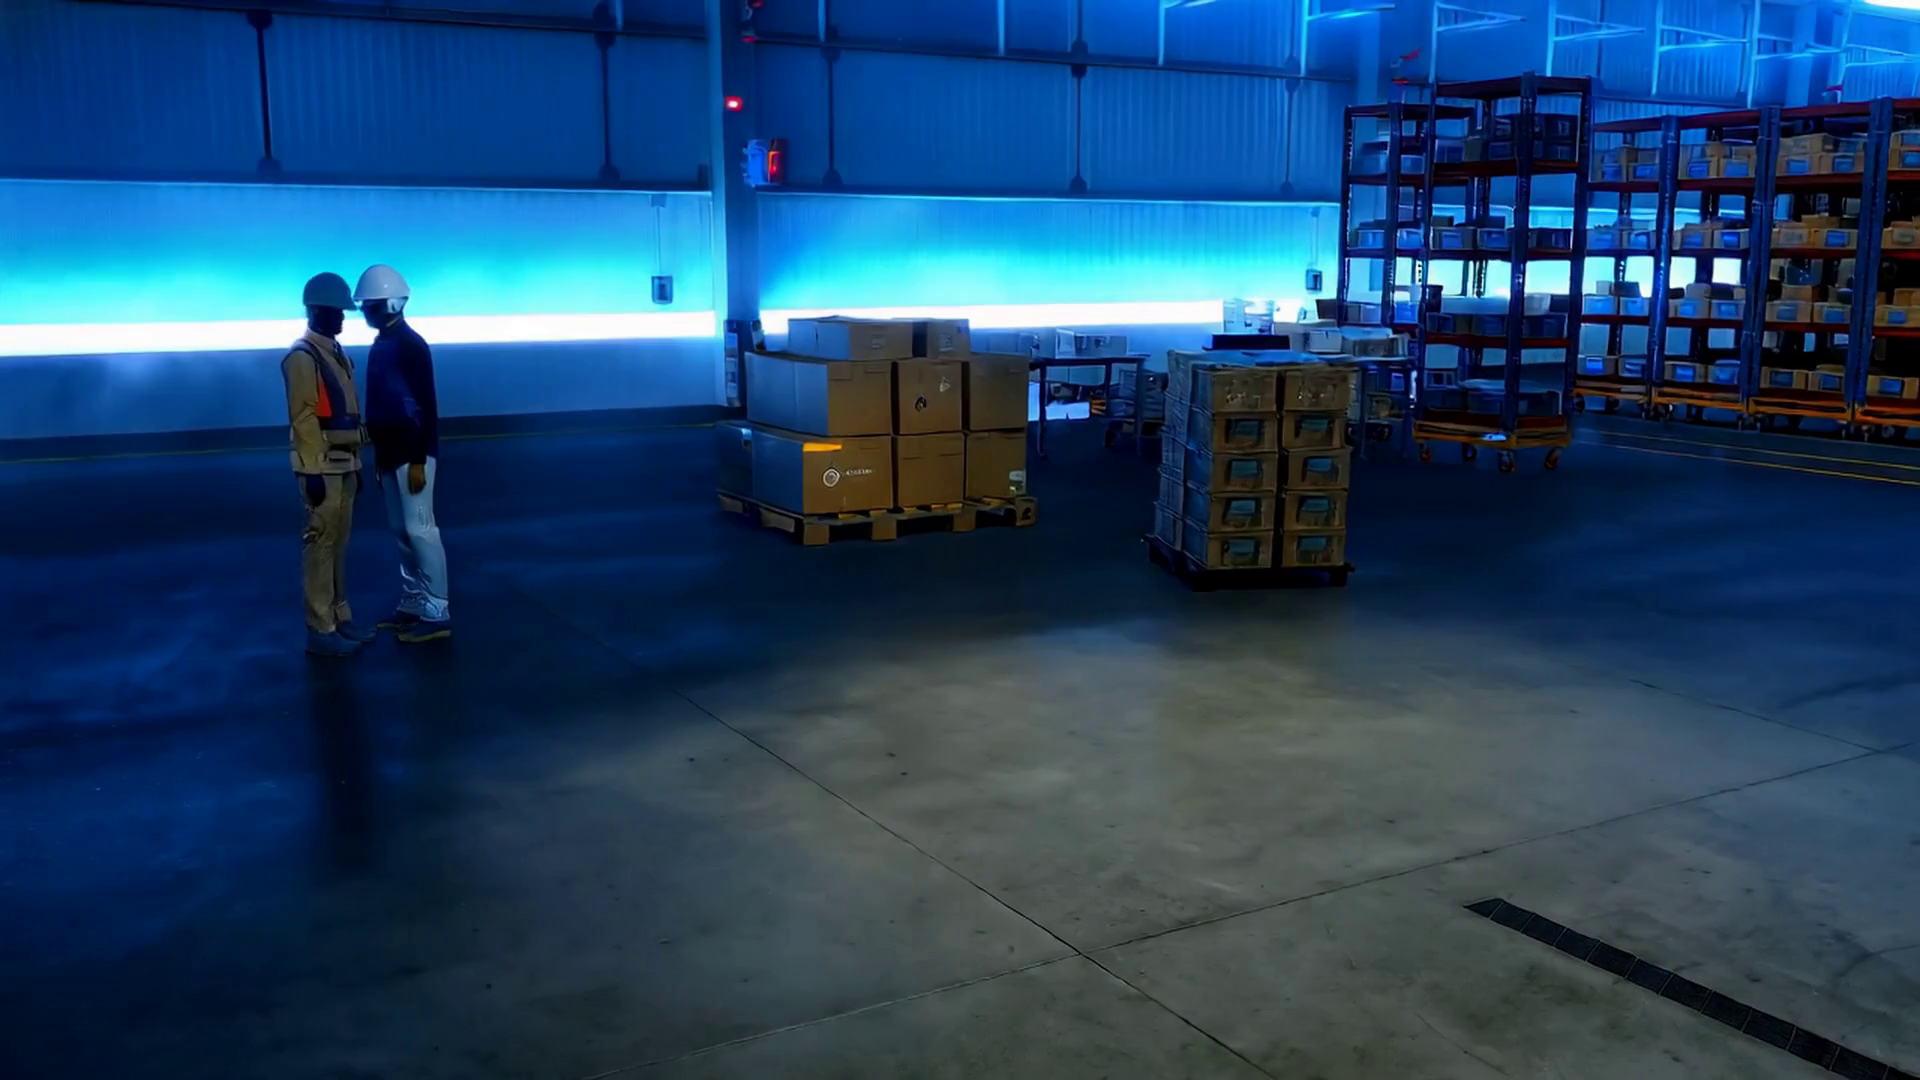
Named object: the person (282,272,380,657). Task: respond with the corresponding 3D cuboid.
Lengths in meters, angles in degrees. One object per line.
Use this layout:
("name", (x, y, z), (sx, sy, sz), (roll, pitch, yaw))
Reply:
("person", (-3.222, -0.387, 8.508), (0.395, 1.943, 0.614), (-1, 10, -3))

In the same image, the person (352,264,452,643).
("person", (-2.971, -0.453, 8.789), (0.415, 1.985, 0.610), (-8, 13, -39))
